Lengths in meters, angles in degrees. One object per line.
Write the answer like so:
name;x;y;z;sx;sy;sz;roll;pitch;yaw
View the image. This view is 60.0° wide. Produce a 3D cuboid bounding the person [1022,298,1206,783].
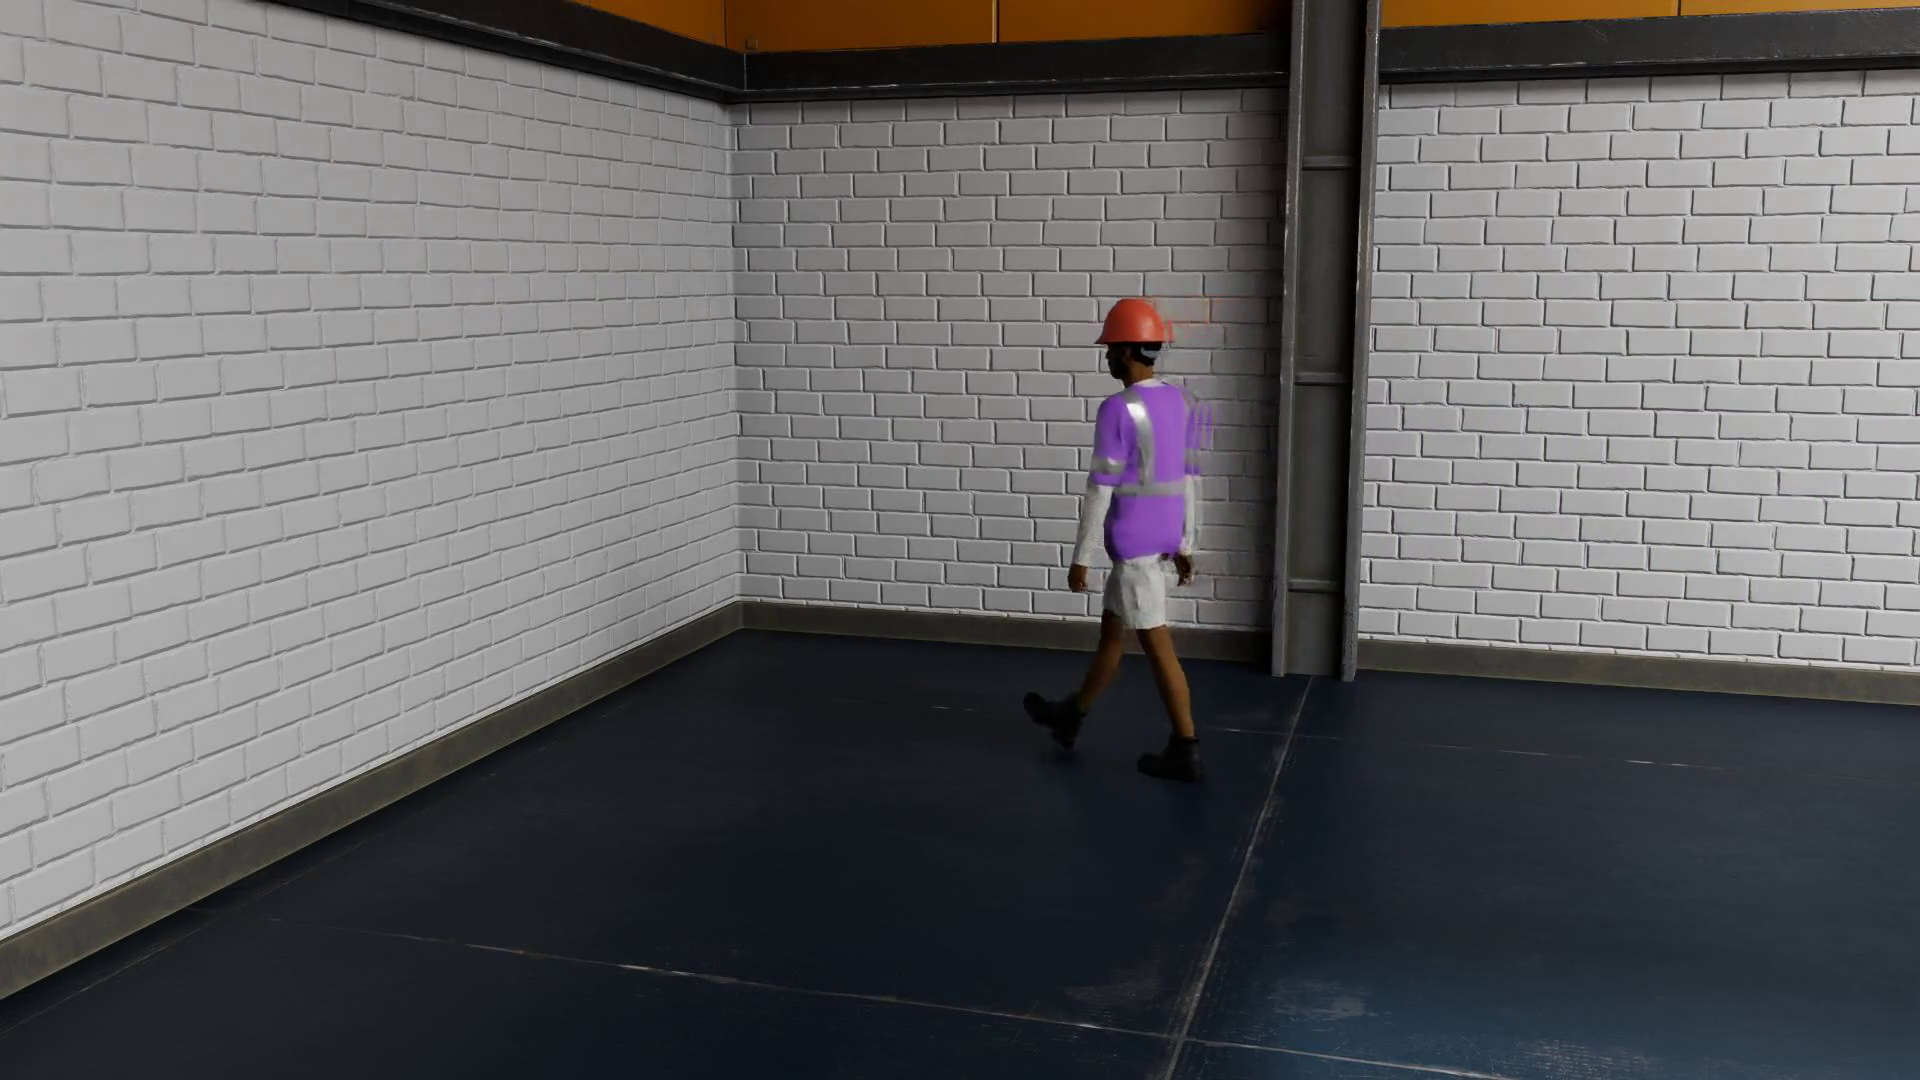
person;0.620;-0.007;6.671;0.957;1.888;0.569;7;12;36
